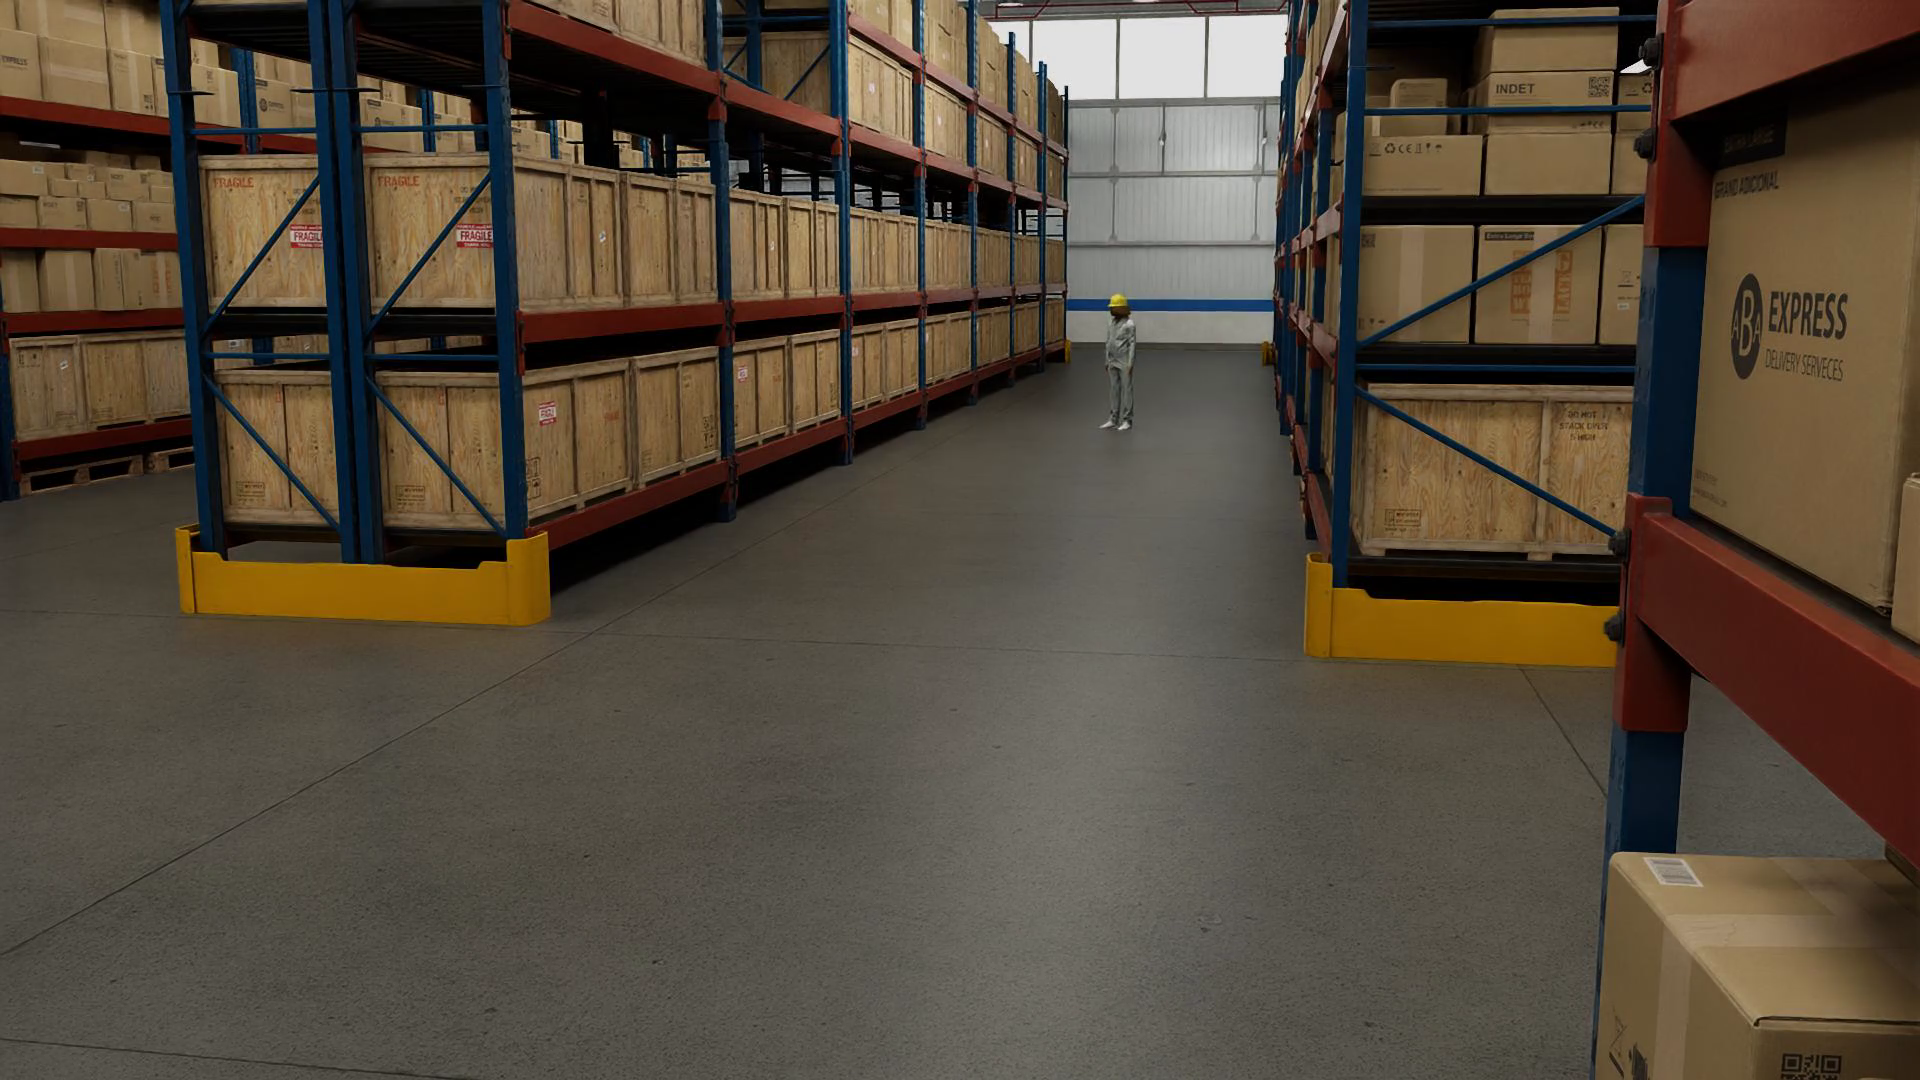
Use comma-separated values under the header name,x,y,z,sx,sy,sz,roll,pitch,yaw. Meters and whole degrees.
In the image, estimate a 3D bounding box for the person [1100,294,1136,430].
name,x,y,z,sx,sy,sz,roll,pitch,yaw
person,2.038,-2.274,21.329,0.313,1.738,0.483,-7,12,-38
